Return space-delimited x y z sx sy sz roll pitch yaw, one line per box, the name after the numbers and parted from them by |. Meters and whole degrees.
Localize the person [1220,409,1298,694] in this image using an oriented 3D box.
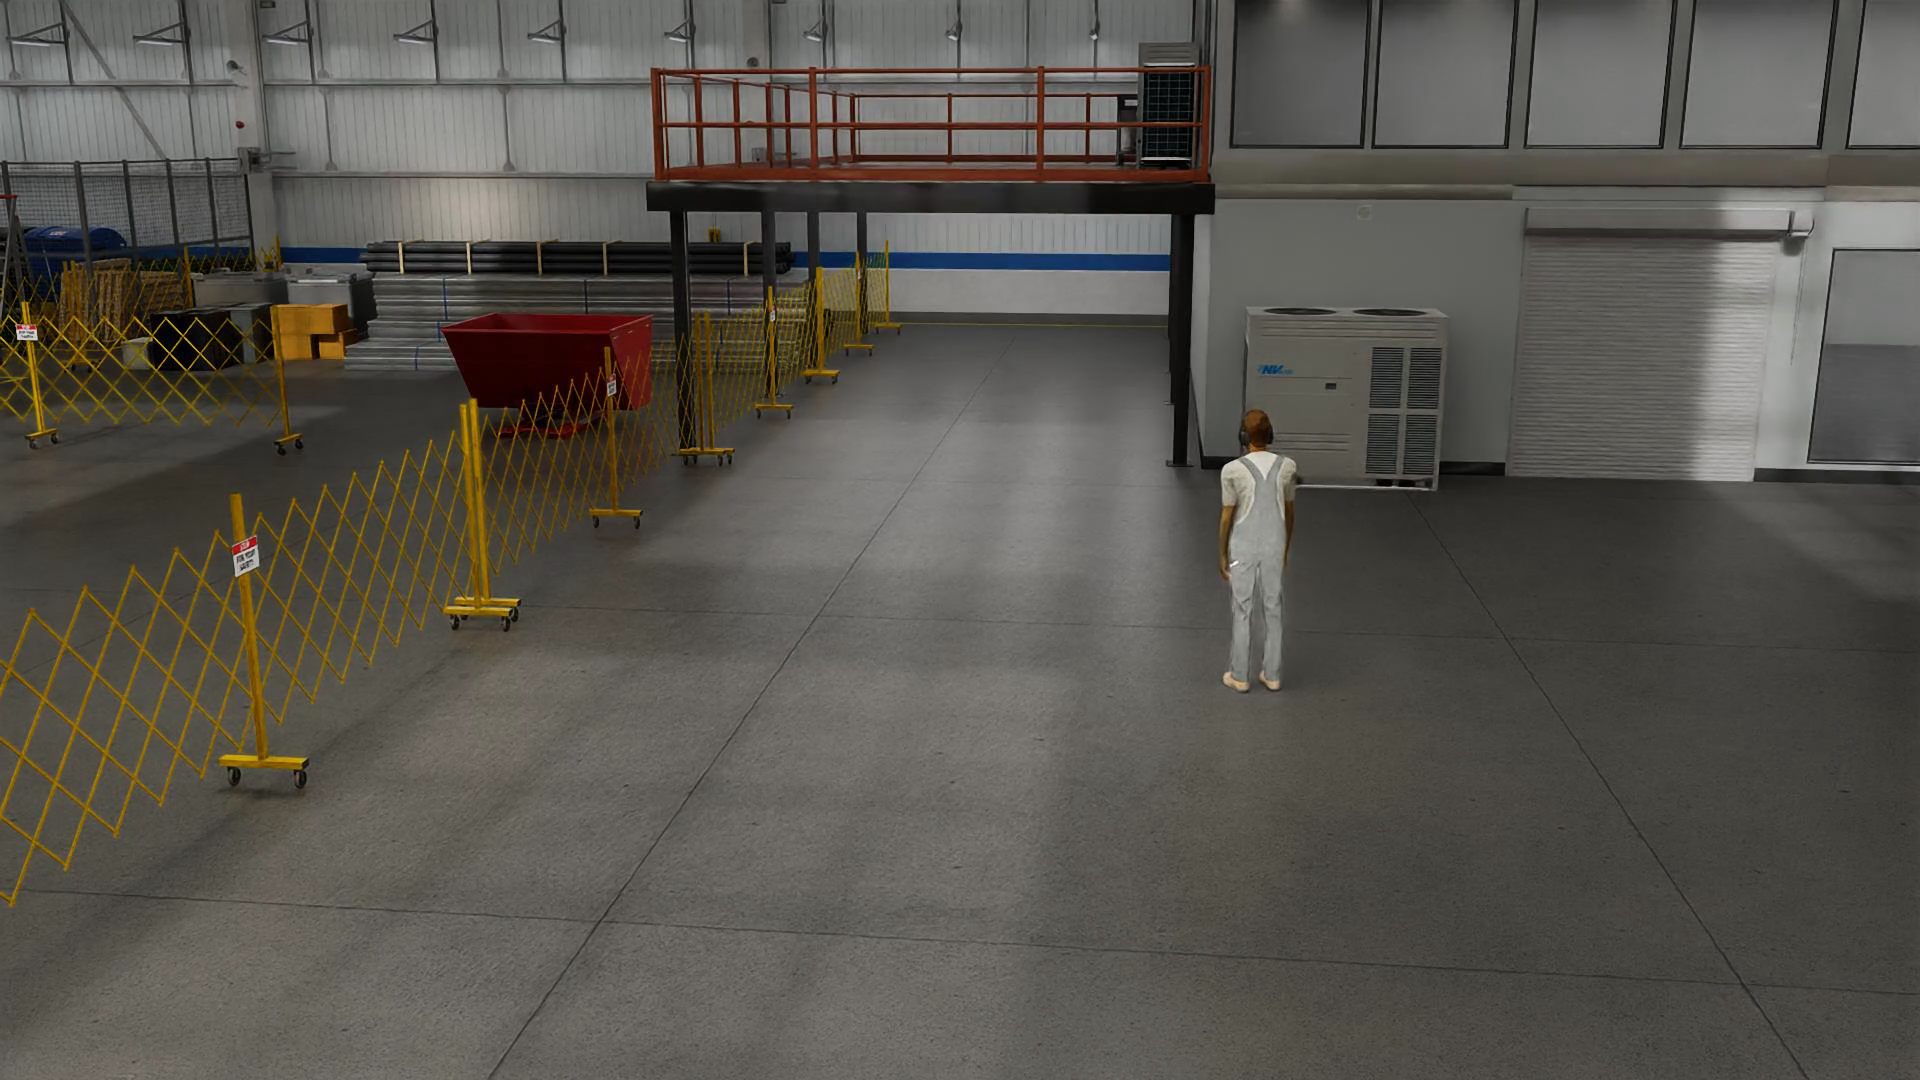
1.895 0.079 10.670 0.502 1.831 0.361 -2 14 -8 | person
